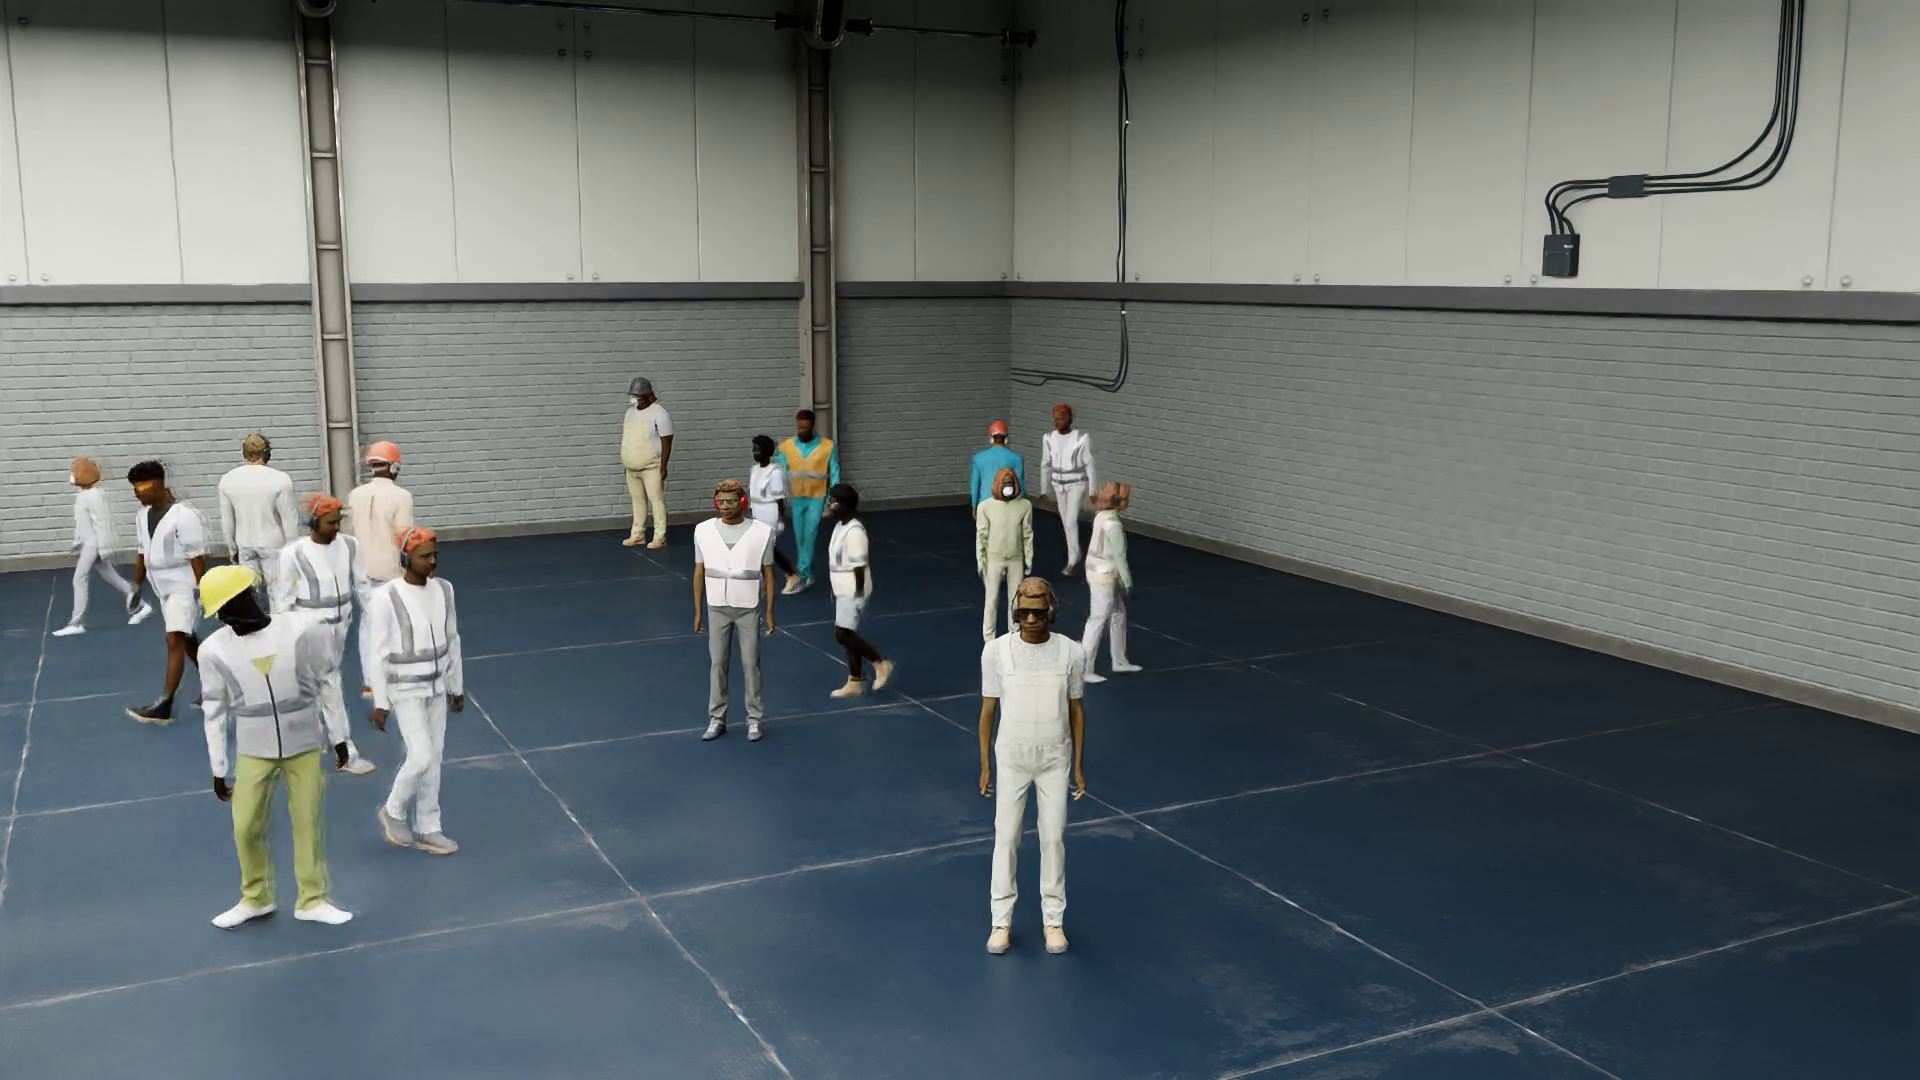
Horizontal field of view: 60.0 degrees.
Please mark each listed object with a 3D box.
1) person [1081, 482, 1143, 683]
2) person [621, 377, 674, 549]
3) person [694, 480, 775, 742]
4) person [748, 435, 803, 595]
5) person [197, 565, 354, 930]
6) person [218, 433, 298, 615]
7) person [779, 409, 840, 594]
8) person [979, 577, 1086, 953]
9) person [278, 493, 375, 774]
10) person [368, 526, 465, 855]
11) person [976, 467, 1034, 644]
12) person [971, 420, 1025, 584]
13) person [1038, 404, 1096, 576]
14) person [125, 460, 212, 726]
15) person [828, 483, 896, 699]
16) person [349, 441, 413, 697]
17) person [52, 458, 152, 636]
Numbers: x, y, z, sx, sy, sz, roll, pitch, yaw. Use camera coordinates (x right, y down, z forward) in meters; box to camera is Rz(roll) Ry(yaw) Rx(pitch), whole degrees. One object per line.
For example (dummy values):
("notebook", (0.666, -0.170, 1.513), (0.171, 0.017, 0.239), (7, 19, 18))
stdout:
("person", (1.234, 0.339, 13.253), (0.708, 1.607, 0.576), (-1, 9, -8))
("person", (-3.751, -0.914, 19.663), (0.688, 2.000, 0.536), (6, 11, 32))
("person", (-1.573, 0.486, 11.630), (0.572, 1.843, 0.373), (1, 9, 3))
("person", (-1.882, -0.232, 16.607), (0.760, 1.665, 0.532), (-7, 11, -36))
("person", (-3.376, 1.030, 8.228), (0.672, 1.873, 0.366), (-4, 10, -22))
("person", (-5.829, 0.070, 13.909), (0.633, 1.939, 0.368), (0, 9, 3))
("person", (-1.575, -0.402, 17.023), (0.649, 1.872, 0.682), (2, 9, 13))
("person", (0.349, 1.078, 7.990), (0.514, 1.844, 0.327), (0, 9, -1))
("person", (-4.235, 0.589, 11.026), (0.922, 1.849, 0.603), (5, 10, 28))
("person", (-3.010, 0.851, 9.297), (0.413, 1.872, 0.610), (5, 10, 27))
("person", (0.383, 0.187, 14.156), (0.501, 1.626, 0.282), (-2, 10, -14))
("person", (0.395, -0.394, 17.445), (0.580, 1.722, 0.774), (1, 9, 7))
("person", (1.140, -0.536, 17.899), (0.584, 1.851, 0.695), (7, 11, 36))
("person", (-5.805, 0.366, 12.206), (0.638, 1.902, 0.926), (6, 11, 33))
("person", (-0.804, 0.395, 12.726), (0.437, 1.676, 0.534), (-3, 10, -17))
("person", (-4.453, 0.210, 12.983), (0.624, 1.954, 0.782), (3, 10, 16))
("person", (-7.847, 0.035, 15.164), (0.829, 1.600, 0.491), (-7, 11, -35))
